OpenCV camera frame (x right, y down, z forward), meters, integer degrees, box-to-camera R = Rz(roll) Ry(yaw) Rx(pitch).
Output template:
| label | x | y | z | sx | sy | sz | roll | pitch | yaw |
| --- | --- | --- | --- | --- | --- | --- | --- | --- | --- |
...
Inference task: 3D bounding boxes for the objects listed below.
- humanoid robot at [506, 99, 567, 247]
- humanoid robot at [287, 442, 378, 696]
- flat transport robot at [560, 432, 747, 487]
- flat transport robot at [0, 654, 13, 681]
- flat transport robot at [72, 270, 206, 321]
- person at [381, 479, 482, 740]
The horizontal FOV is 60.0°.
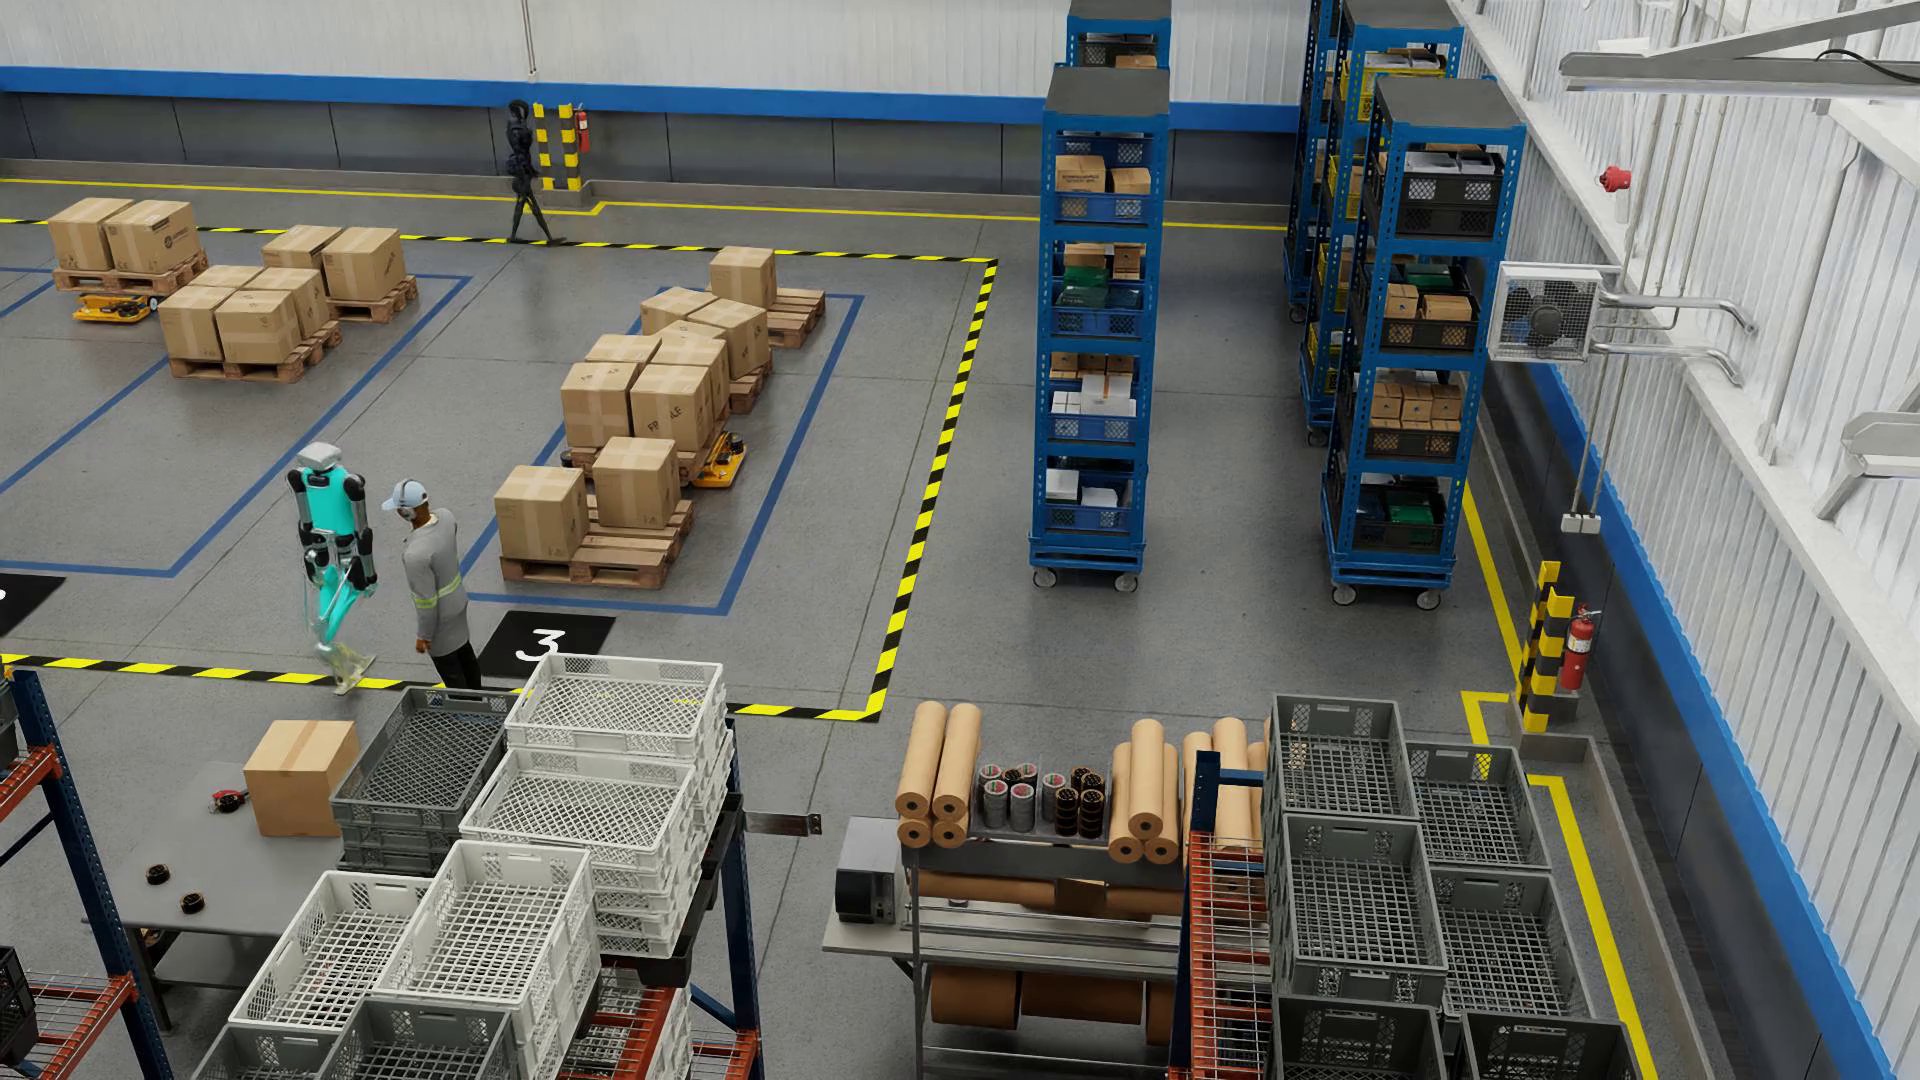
| label | x | y | z | sx | sy | sz | roll | pitch | yaw |
| --- | --- | --- | --- | --- | --- | --- | --- | --- | --- |
| humanoid robot | -4.728 | -4.025 | 18.217 | 0.729 | 1.628 | 0.610 | -2 | 30 | -3 |
| humanoid robot | -4.093 | 0.290 | 10.734 | 0.541 | 1.789 | 0.836 | 9 | 31 | 15 |
| flat transport robot | -2.554 | -0.707 | 13.861 | 1.431 | 0.197 | 0.652 | 3 | 30 | 6 |
| flat transport robot | -7.142 | 0.969 | 11.010 | 1.431 | 0.231 | 0.659 | 3 | 30 | 6 |
| flat transport robot | -8.449 | -2.612 | 17.132 | 0.652 | 0.197 | 1.431 | 3 | 30 | 6 |
| person | -3.269 | 0.438 | 10.352 | 0.400 | 1.847 | 0.587 | 2 | 30 | 4 |
